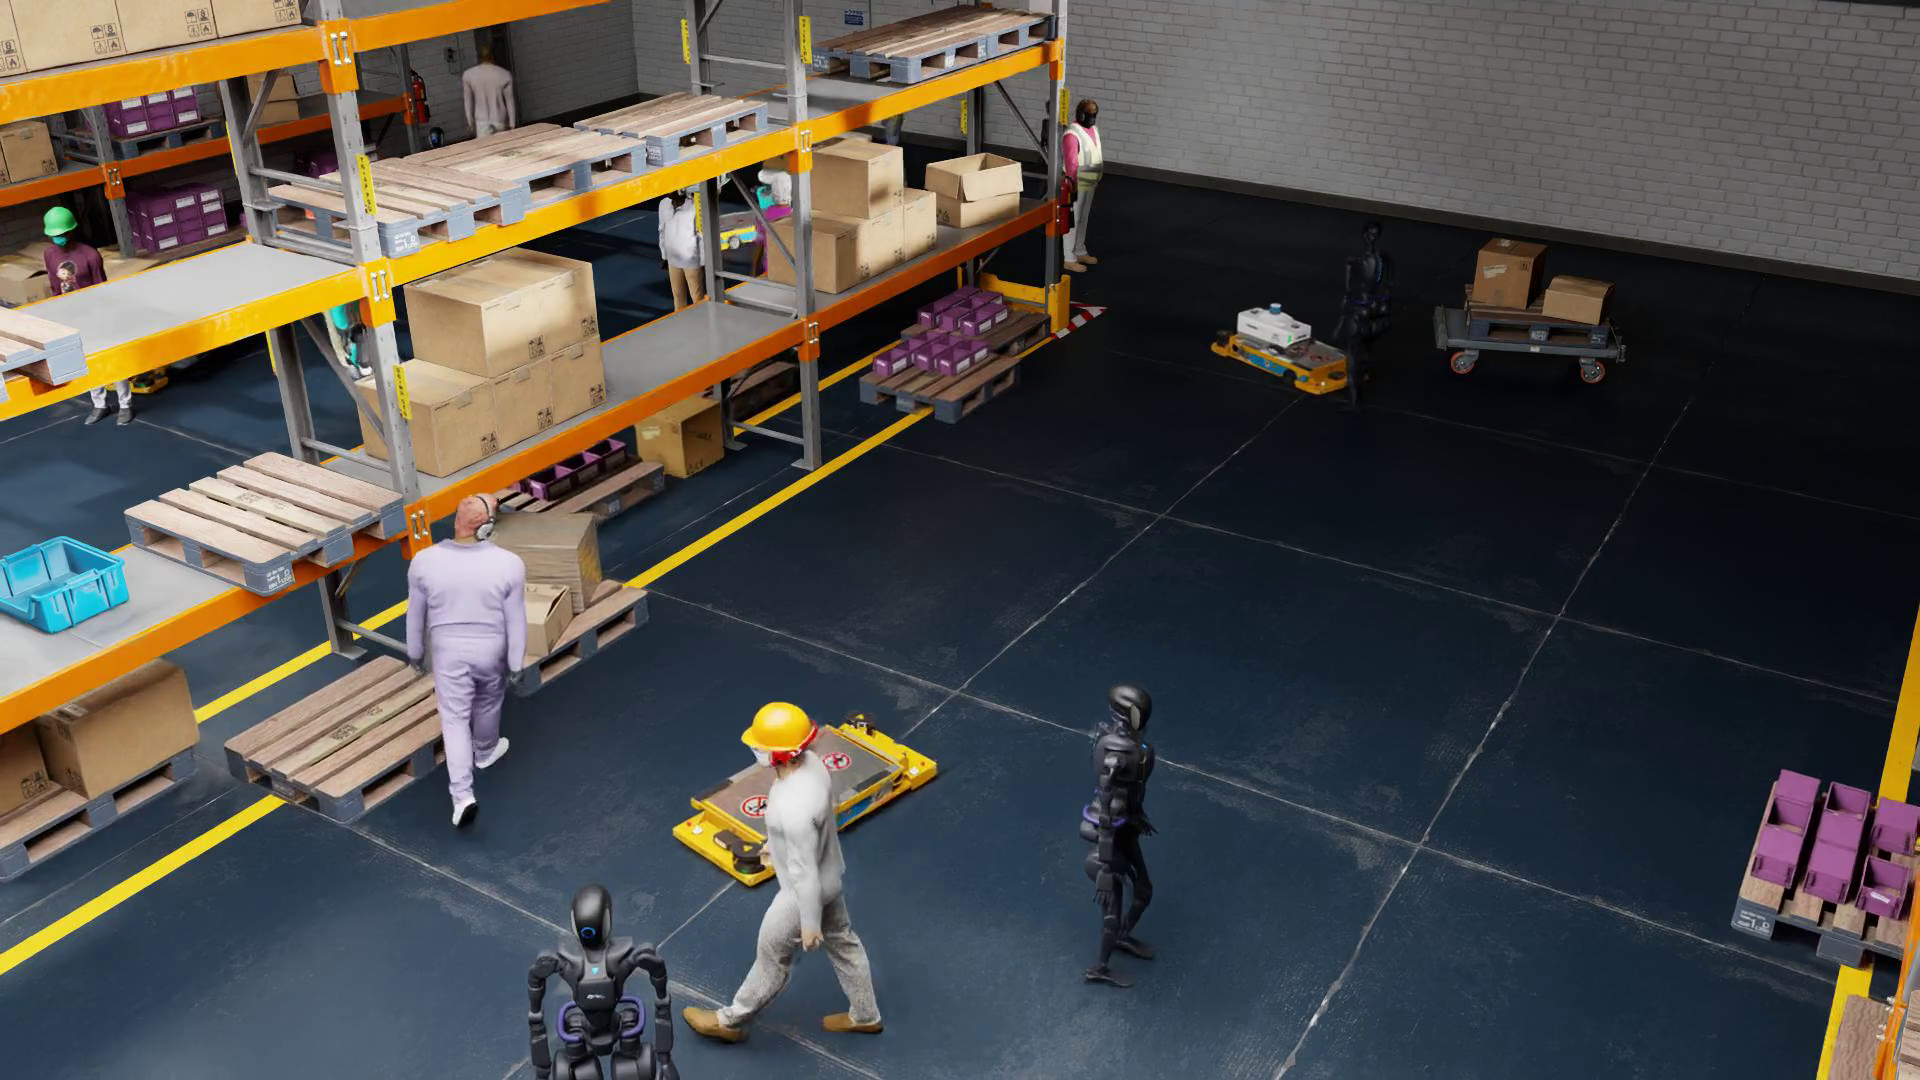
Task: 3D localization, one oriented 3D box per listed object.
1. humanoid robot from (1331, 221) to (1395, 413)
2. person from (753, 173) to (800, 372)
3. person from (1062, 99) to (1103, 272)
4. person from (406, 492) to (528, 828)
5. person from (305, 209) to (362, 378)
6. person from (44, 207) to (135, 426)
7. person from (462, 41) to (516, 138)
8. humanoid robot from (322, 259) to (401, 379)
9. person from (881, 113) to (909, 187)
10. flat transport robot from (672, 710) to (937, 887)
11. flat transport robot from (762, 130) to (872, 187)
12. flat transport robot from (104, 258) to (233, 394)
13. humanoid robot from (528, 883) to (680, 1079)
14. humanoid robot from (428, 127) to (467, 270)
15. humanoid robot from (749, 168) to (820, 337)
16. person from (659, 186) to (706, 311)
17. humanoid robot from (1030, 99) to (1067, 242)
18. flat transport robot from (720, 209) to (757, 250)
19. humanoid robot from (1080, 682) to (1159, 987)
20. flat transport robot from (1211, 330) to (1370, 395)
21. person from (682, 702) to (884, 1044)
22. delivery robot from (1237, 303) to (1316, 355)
[{"bbox_3d":[3.538,-1.947,14.479,0.615,1.645,0.394,-14,30,-25],"label":"humanoid robot"},{"bbox_3d":[-1.583,-2.503,15.438,0.626,1.792,0.969,11,29,20],"label":"person"},{"bbox_3d":[1.333,-3.862,18.080,0.431,1.837,0.622,14,30,25],"label":"person"},{"bbox_3d":[-2.701,0.642,9.203,0.691,1.847,0.930,-4,27,-7],"label":"person"},{"bbox_3d":[-5.728,-2.321,15.151,0.416,1.733,0.594,23,35,37],"label":"person"},{"bbox_3d":[-7.395,-1.886,14.083,0.489,1.934,0.450,2,27,4],"label":"person"},{"bbox_3d":[-5.798,-5.194,20.618,0.629,1.911,0.859,-6,28,-12],"label":"person"},{"bbox_3d":[-4.734,-1.546,13.717,0.838,1.859,0.546,-18,32,-31],"label":"humanoid robot"},{"bbox_3d":[-0.839,-5.306,21.164,0.319,1.621,0.563,-8,28,-16],"label":"person"},{"bbox_3d":[-0.855,1.430,9.379,0.659,0.231,1.431,23,35,38],"label":"flat transport robot"},{"bbox_3d":[-1.646,-4.266,20.605,0.659,0.231,1.431,18,32,32],"label":"flat transport robot"},{"bbox_3d":[-7.488,-1.716,15.580,0.659,0.231,1.431,4,27,8],"label":"flat transport robot"},{"bbox_3d":[-1.405,2.070,6.564,0.590,1.645,0.555,-5,27,-9],"label":"humanoid robot"},{"bbox_3d":[-5.462,-3.547,17.625,0.585,1.647,0.347,-4,27,-8],"label":"humanoid robot"},{"bbox_3d":[-1.592,-2.752,15.985,0.530,1.744,0.788,17,31,30],"label":"humanoid robot"},{"bbox_3d":[-2.637,-2.680,15.841,0.563,1.747,0.336,15,31,28],"label":"person"},{"bbox_3d":[1.045,-4.186,18.891,0.365,1.656,0.586,-15,31,-27],"label":"humanoid robot"},{"bbox_3d":[-2.503,-3.617,19.326,1.431,0.231,0.659,-19,33,-33],"label":"flat transport robot"},{"bbox_3d":[0.772,1.402,7.872,0.361,1.647,0.615,10,28,18],"label":"humanoid robot"},{"bbox_3d":[3.082,-1.706,15.561,0.659,0.231,1.431,-17,32,-30],"label":"flat transport robot"},{"bbox_3d":[-0.804,1.520,7.462,0.976,1.845,0.577,2,27,4],"label":"person"},{"bbox_3d":[2.952,-1.937,15.687,0.499,0.583,0.765,-19,33,-33],"label":"delivery robot"}]
